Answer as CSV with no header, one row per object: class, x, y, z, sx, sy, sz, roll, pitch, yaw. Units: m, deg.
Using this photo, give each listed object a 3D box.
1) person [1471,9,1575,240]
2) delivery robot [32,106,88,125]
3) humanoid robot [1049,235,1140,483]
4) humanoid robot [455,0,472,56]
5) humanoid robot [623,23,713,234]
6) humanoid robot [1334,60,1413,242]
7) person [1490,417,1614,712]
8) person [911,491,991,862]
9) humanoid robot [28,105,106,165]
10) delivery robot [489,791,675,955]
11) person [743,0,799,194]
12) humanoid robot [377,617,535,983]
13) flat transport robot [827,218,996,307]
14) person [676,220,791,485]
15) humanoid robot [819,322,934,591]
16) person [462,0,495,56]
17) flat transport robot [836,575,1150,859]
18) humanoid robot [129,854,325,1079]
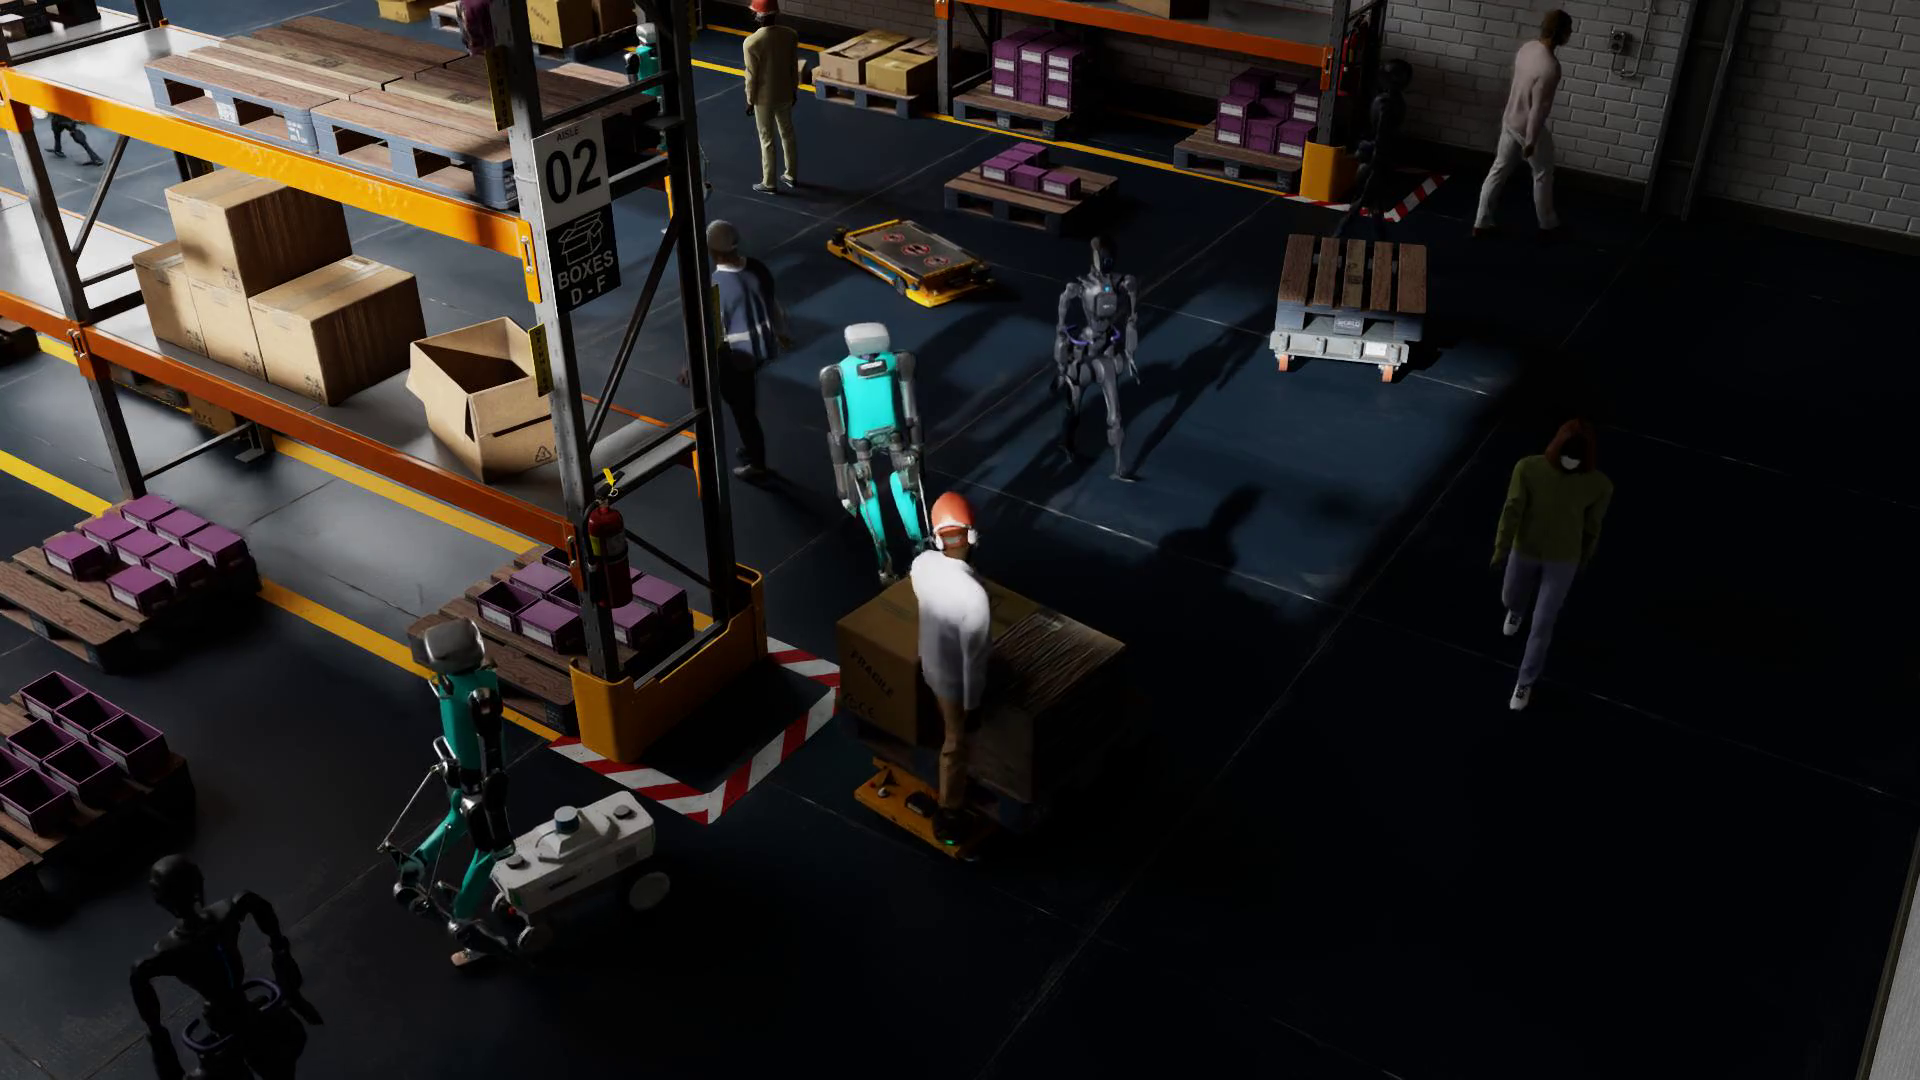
person,4.742,-3.362,13.553,0.933,1.898,0.630,-5,33,-8
delivery robot,-8.787,-4.435,16.444,0.796,0.613,0.499,6,34,9
humanoid robot,0.854,-1.112,10.318,0.590,1.624,0.759,-12,35,-18
humanoid robot,-4.520,-4.687,15.723,0.572,1.771,0.772,-1,33,-2
humanoid robot,-2.290,-3.278,13.481,0.704,1.711,0.530,28,42,36
humanoid robot,3.321,-3.016,13.265,0.739,1.619,0.590,10,34,15
person,3.027,0.040,8.573,0.492,1.608,0.695,16,36,23
person,0.018,0.631,7.588,0.340,1.706,0.712,-15,36,-22
humanoid robot,-8.284,-4.215,15.094,0.688,1.624,0.586,9,34,14
delivery robot,-1.700,1.440,7.413,0.814,0.611,0.499,-23,39,-31
person,-1.645,-3.901,14.502,0.568,1.755,0.319,-27,42,-35
humanoid robot,-2.112,1.164,6.773,0.684,1.833,0.545,-19,38,-27
flat transport robot,-0.406,-2.253,13.337,0.659,0.231,1.431,-22,39,-30
person,-1.402,-1.161,10.300,0.565,1.739,0.780,20,38,28
humanoid robot,-0.361,-0.217,8.881,0.532,1.774,0.815,-13,35,-18
person,-4.249,-4.346,15.044,0.565,1.917,0.525,-16,36,-22
flat transport robot,0.195,1.016,8.312,0.659,0.231,1.431,25,40,33
humanoid robot,-2.594,1.754,5.892,0.561,1.642,0.610,20,38,28
